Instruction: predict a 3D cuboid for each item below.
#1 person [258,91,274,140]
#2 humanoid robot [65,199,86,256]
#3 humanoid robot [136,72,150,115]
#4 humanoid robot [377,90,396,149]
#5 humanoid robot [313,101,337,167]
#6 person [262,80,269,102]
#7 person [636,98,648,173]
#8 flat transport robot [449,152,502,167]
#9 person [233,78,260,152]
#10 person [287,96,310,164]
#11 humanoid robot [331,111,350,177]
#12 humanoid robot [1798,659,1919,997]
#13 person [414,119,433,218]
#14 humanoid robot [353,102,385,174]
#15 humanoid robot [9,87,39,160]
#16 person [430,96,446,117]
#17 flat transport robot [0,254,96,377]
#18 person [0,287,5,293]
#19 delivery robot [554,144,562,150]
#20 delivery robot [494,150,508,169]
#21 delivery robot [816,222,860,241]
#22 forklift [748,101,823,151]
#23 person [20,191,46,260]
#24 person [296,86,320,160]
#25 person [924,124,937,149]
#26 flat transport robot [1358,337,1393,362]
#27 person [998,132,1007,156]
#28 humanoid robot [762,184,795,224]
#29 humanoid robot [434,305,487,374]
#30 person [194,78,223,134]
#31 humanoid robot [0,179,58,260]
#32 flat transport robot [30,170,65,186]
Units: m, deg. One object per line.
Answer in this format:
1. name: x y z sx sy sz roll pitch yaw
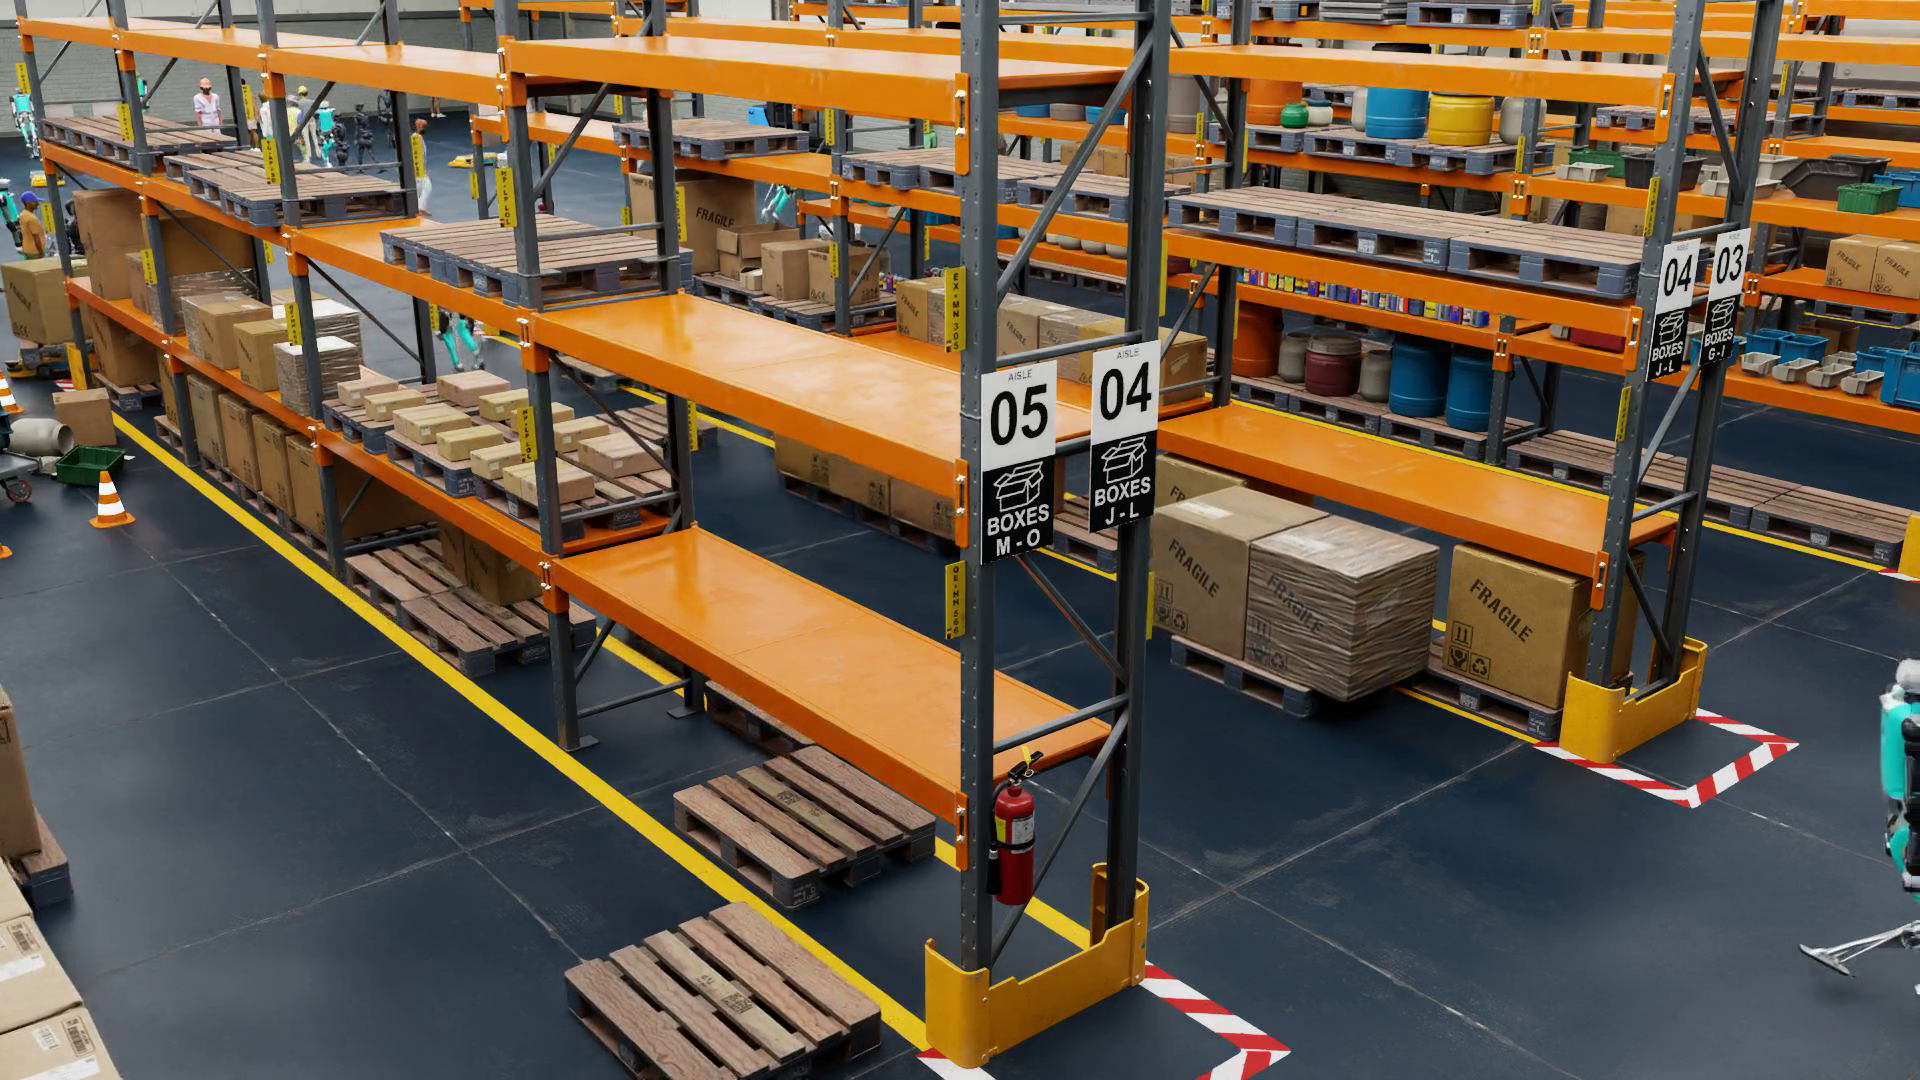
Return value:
1. person: -15.502 -9.106 37.376 0.371 1.913 0.488 4 20 11
2. humanoid robot: -11.965 -3.796 22.603 0.588 1.648 0.396 10 22 26
3. humanoid robot: -22.396 -11.726 45.256 0.545 1.904 0.727 4 20 11
4. humanoid robot: -14.805 -10.966 43.030 0.586 1.644 0.493 -3 20 -9
5. humanoid robot: -14.064 -8.827 36.833 1.004 1.737 0.574 17 26 40
6. person: -18.556 -11.573 44.716 0.321 1.695 0.536 -10 22 -26
7. person: -7.074 -9.107 37.476 0.924 1.848 0.584 6 20 17
8. flat transport robot: -11.499 -9.116 39.881 0.659 0.231 1.431 11 22 28
9. person: -18.076 -10.769 42.208 0.800 1.843 0.410 8 21 21
10. person: -14.841 -8.967 37.122 0.552 1.838 0.990 6 20 16
11. humanoid robot: -13.099 -8.292 35.424 0.536 1.635 0.592 -2 19 -5
12. humanoid robot: 4.549 1.410 7.711 1.030 1.731 0.540 6 20 17
13. person: -10.323 -7.051 31.640 0.578 1.837 0.608 -8 21 -23
14. humanoid robot: -13.638 -9.214 38.136 0.802 1.621 0.601 5 20 13
15. humanoid robot: -22.723 -10.100 40.520 0.533 1.765 0.998 -12 22 -30
16. person: -16.325 -14.077 51.576 0.499 1.877 0.407 13 23 32
17. flat transport robot: -10.742 -2.185 20.153 1.431 0.231 0.659 -10 22 -25
18. person: -14.379 -4.568 24.453 0.466 1.915 0.653 -5 20 -13
19. delivery robot: -10.540 -10.233 42.621 0.499 0.589 0.782 -12 23 -31
20. delivery robot: -10.431 -8.842 38.667 0.499 0.594 0.778 7 21 20
21. delivery robot: -2.058 -5.199 28.328 0.816 0.612 0.499 -16 25 -38
22. forklift: -4.526 -11.368 42.374 1.129 2.768 1.873 -15 24 -37
23. person: -12.747 -3.954 23.005 0.366 1.715 0.454 -18 26 -41
24. person: -15.988 -10.203 40.714 0.524 1.768 0.326 -18 26 -41
25. person: -0.626 -7.531 33.162 0.478 1.735 0.320 14 24 35
26. flat transport robot: 4.959 -2.262 20.374 0.659 0.231 1.431 -13 23 -33
27. person: 0.679 -7.085 31.877 0.420 1.750 0.547 18 26 41
28. humanoid robot: -3.279 -6.132 29.280 0.925 1.824 0.558 -15 24 -37
29. humanoid robot: -5.516 -2.322 18.467 0.812 1.854 0.603 16 25 39
30. person: -17.763 -9.896 39.432 0.380 2.039 0.613 15 25 37
31. humanoid robot: -13.454 -4.339 24.126 0.824 1.798 0.575 -8 21 -22
32. flat transport robot: -20.101 -7.976 36.636 0.659 0.231 1.431 -10 22 -26
